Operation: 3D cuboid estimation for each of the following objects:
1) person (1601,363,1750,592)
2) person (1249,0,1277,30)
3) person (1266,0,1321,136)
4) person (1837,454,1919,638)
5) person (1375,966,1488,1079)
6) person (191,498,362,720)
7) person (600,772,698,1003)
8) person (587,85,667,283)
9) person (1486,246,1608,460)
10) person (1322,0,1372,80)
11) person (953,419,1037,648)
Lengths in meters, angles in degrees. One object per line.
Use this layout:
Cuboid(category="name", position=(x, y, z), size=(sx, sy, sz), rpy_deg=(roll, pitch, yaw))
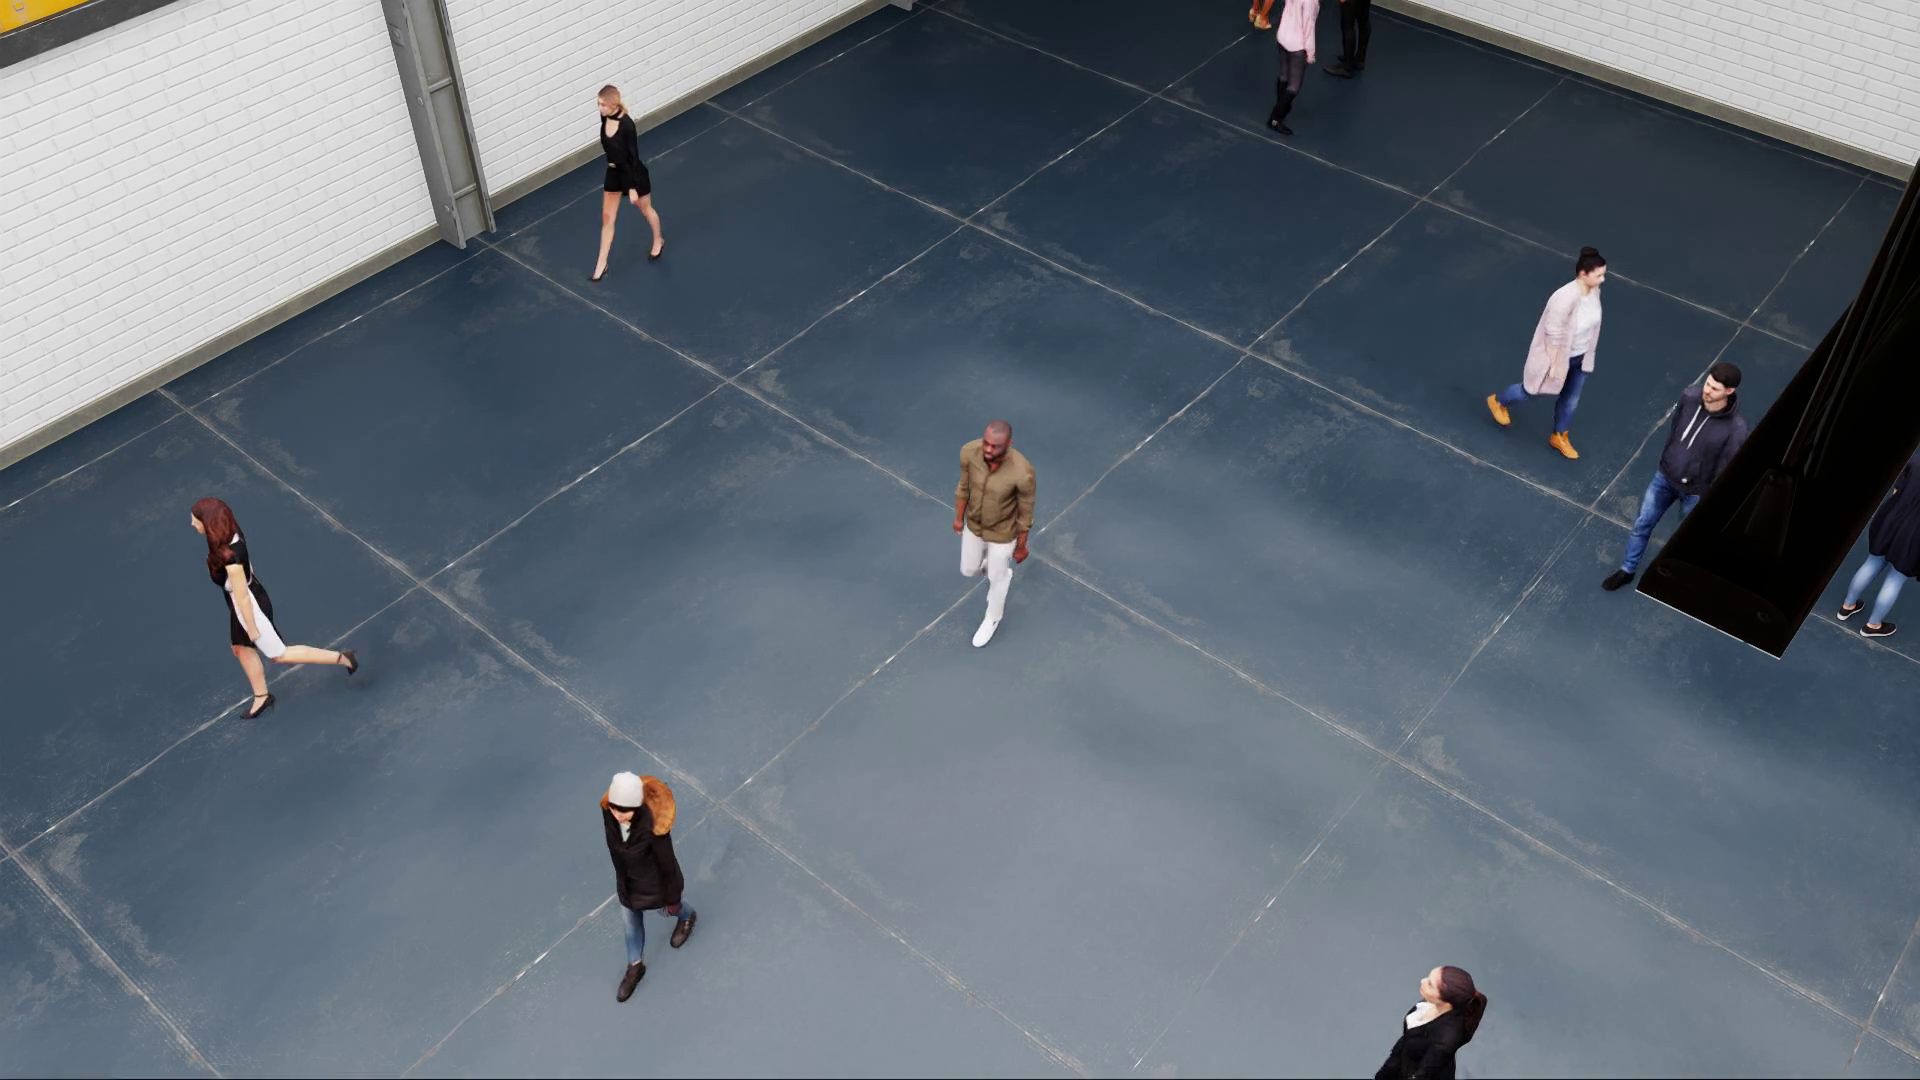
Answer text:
Cuboid(category="person", position=(4.931, -0.441, 11.118), size=(1.262, 1.856, 0.926), rpy_deg=(-24, 49, -23))
Cuboid(category="person", position=(3.155, -5.990, 17.081), size=(0.788, 1.664, 0.729), rpy_deg=(0, 44, 0))
Cuboid(category="person", position=(3.159, -4.722, 15.748), size=(0.859, 1.667, 0.838), rpy_deg=(-25, 49, -24))
Cuboid(category="person", position=(6.165, -0.053, 10.830), size=(0.712, 1.691, 0.714), rpy_deg=(-17, 46, -17))
Cuboid(category="person", position=(2.329, 2.625, 8.063), size=(0.935, 1.632, 1.060), rpy_deg=(11, 45, 11))
Cuboid(category="person", position=(-4.286, 0.427, 10.270), size=(1.136, 1.769, 0.869), rpy_deg=(-19, 47, -19))
Cuboid(category="person", position=(-1.653, 1.762, 8.981), size=(0.776, 1.614, 0.971), rpy_deg=(17, 46, 17))
Cuboid(category="person", position=(-2.721, -3.029, 13.929), size=(0.644, 1.726, 1.098), rpy_deg=(26, 50, 25))
Cuboid(category="person", position=(4.350, -1.417, 12.241), size=(1.058, 1.720, 0.945), rpy_deg=(-25, 49, -24))
Cuboid(category="person", position=(3.951, -5.506, 16.392), size=(0.796, 1.915, 0.502), rpy_deg=(31, 52, 29))
Cuboid(category="person", position=(0.250, -0.124, 10.814), size=(0.789, 1.815, 0.835), rpy_deg=(24, 49, 23))
